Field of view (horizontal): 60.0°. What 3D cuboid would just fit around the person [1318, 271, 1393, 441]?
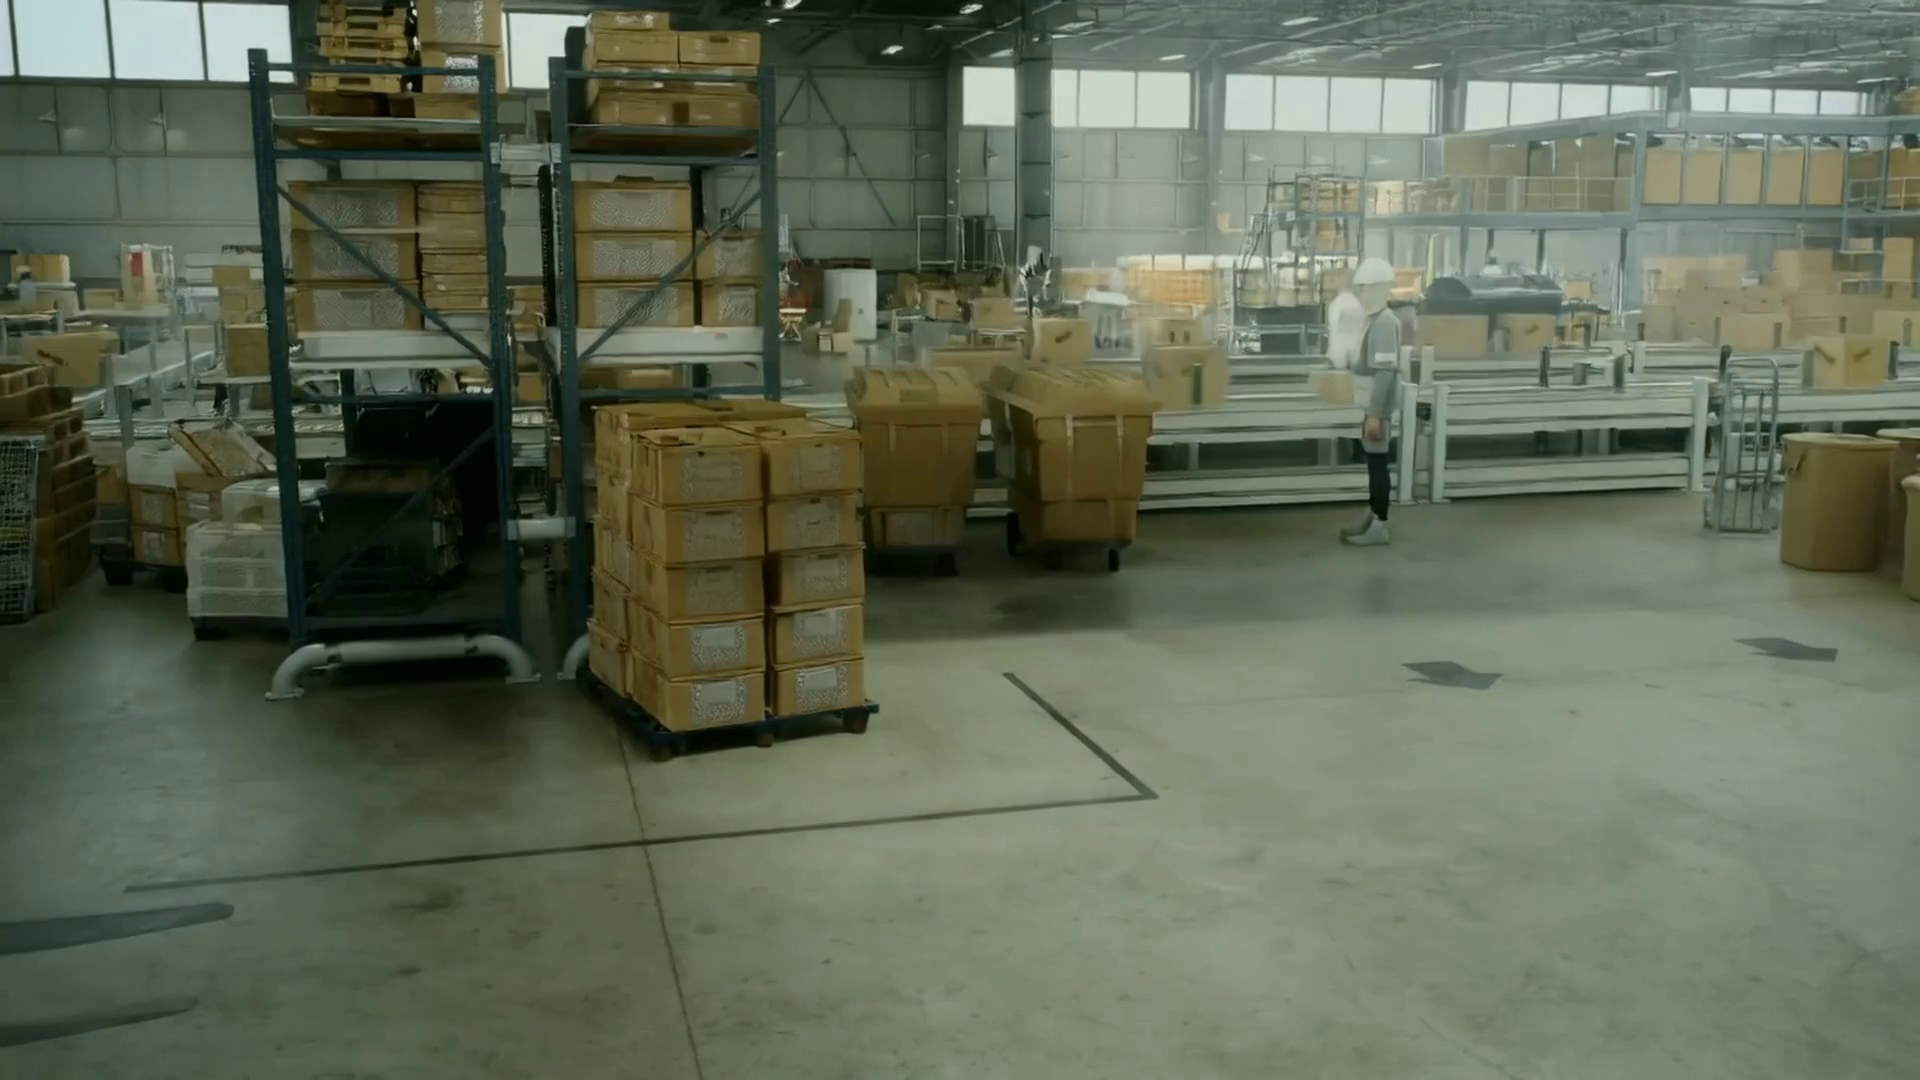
[{"bbox_3d":[4.260,-1.984,18.095,1.010,1.847,0.664,-2,10,-9],"label":"person"}]

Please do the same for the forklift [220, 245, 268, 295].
[{"bbox_3d":[-17.749,-6.334,41.440,1.157,1.987,2.680,-3,10,-17],"label":"forklift"}]

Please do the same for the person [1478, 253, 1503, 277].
[{"bbox_3d":[13.388,-6.292,42.171,0.642,1.952,0.933,1,10,4],"label":"person"}]

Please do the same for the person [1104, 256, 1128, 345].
[{"bbox_3d":[3.412,-5.171,35.956,0.432,1.917,0.567,2,10,14],"label":"person"}]

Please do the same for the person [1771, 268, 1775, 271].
[{"bbox_3d":[15.296,-4.258,31.362,0.508,1.711,0.769,0,10,-1],"label":"person"}]

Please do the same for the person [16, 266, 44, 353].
[{"bbox_3d":[-18.000,-4.436,32.276,0.681,1.744,0.532,-10,14,-44],"label":"person"}]

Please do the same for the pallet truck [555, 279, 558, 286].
[{"bbox_3d":[-10.604,-6.375,44.520,0.653,1.274,1.630,-3,10,-15],"label":"pallet truck"}]

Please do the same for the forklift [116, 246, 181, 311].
[{"bbox_3d":[-19.966,-6.232,40.894,1.157,1.987,2.680,-3,10,-15],"label":"forklift"}]

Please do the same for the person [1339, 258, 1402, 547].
[{"bbox_3d":[2.927,-0.971,11.821,0.370,2.044,0.608,2,10,9],"label":"person"}]

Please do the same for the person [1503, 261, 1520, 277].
[{"bbox_3d":[11.701,-4.999,35.264,0.595,1.824,0.404,6,12,30],"label":"person"}]
